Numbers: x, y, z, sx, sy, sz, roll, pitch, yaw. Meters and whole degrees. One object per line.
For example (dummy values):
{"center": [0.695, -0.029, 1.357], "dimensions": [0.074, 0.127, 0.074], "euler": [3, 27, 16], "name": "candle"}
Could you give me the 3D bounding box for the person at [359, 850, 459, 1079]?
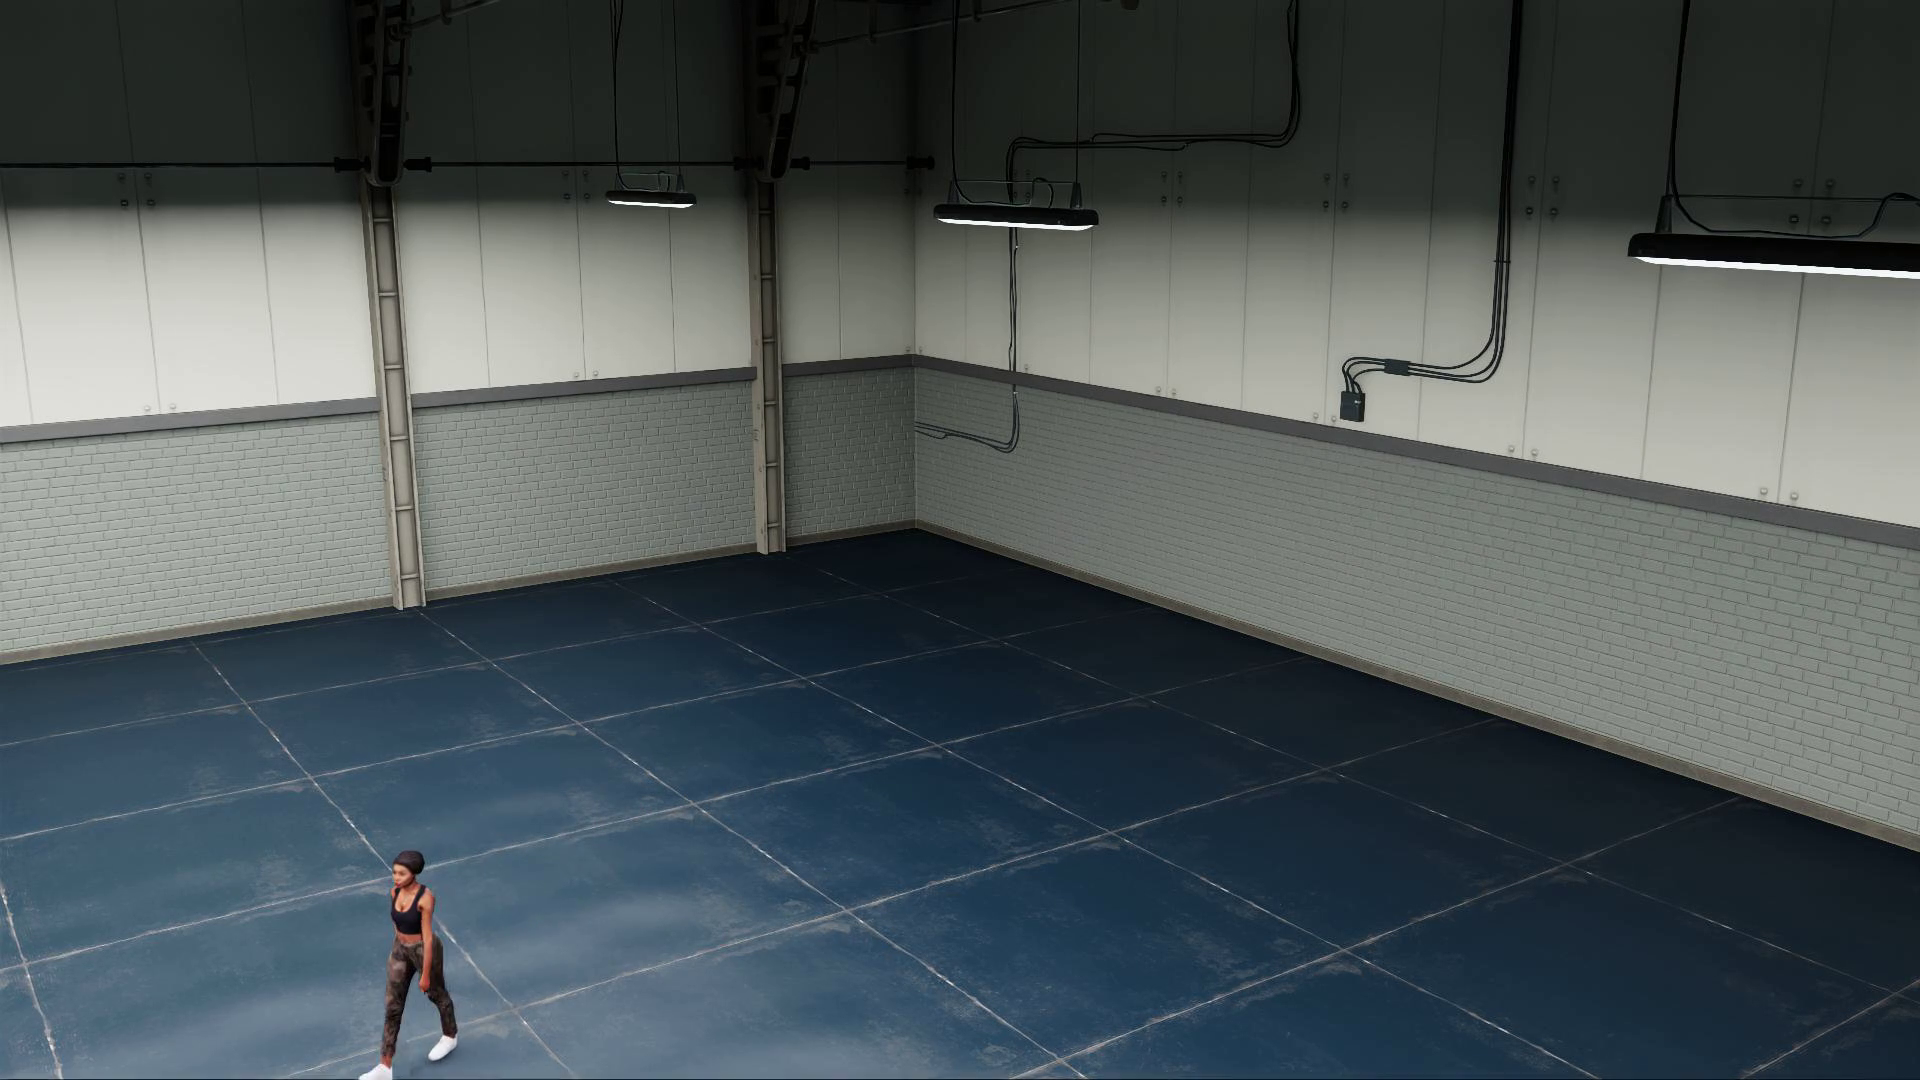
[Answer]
{"center": [-3.815, 2.983, 11.912], "dimensions": [0.905, 1.661, 1.136], "euler": [7, 15, 27], "name": "person"}
